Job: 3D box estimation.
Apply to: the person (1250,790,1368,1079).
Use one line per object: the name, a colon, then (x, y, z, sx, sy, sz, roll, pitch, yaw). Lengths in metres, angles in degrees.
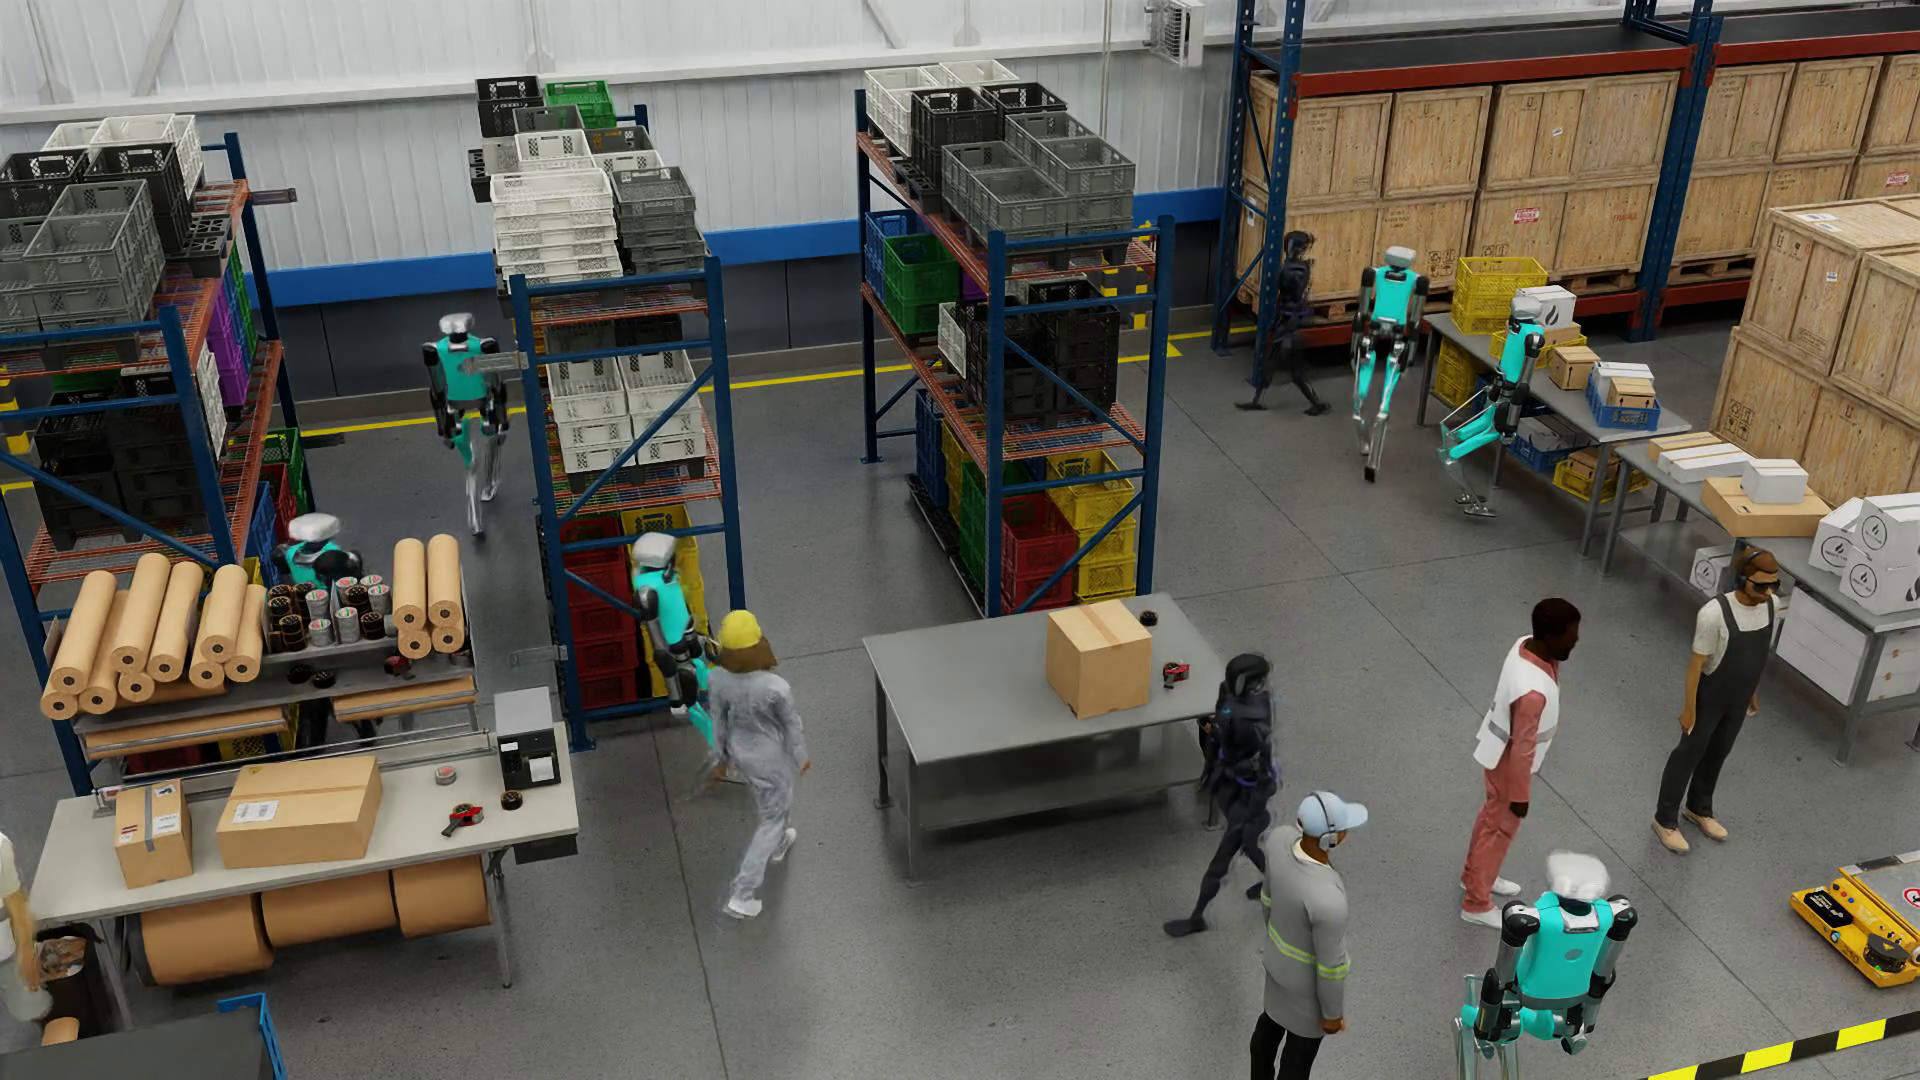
person: (1.490, 1.843, 7.164, 0.370, 1.853, 0.589, -9, 30, -16)

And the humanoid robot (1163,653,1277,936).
humanoid robot: (1.405, 1.260, 8.457, 0.795, 1.622, 0.603, -10, 30, -18)

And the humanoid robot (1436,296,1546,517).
humanoid robot: (3.840, -0.985, 12.289, 0.735, 1.677, 0.533, 1, 29, 1)

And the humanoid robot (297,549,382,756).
humanoid robot: (-3.512, 0.798, 9.284, 0.626, 1.640, 0.641, 14, 32, 24)

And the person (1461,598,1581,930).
person: (2.803, 1.119, 8.428, 0.392, 1.911, 0.579, 9, 30, 17)

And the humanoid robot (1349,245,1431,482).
humanoid robot: (3.301, -1.335, 13.109, 0.555, 1.806, 0.916, 10, 30, 17)

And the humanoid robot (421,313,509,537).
humanoid robot: (-3.623, -0.934, 12.397, 0.530, 1.768, 1.039, -6, 29, -11)

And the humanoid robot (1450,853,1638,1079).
humanoid robot: (2.379, 1.887, 7.064, 0.533, 1.677, 0.735, -3, 29, -5)

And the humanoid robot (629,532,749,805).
humanoid robot: (-1.357, 0.780, 9.249, 0.823, 1.797, 0.557, 2, 29, 3)

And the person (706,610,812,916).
person: (-1.054, 1.120, 8.628, 0.482, 1.697, 0.795, 15, 32, 26)

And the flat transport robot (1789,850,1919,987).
flat transport robot: (5.163, 1.916, 8.676, 1.431, 0.231, 0.659, -8, 30, -14)

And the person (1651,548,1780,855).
person: (4.105, 0.857, 8.964, 0.513, 1.844, 0.334, -11, 31, -20)

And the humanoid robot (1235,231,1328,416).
humanoid robot: (2.802, -1.808, 14.052, 0.752, 1.652, 0.600, -1, 29, -2)

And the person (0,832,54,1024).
person: (-4.324, 1.790, 7.316, 0.553, 1.804, 0.840, -9, 30, -16)

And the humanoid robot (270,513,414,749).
humanoid robot: (-3.451, 0.558, 9.590, 0.539, 1.769, 0.684, 8, 30, 14)
